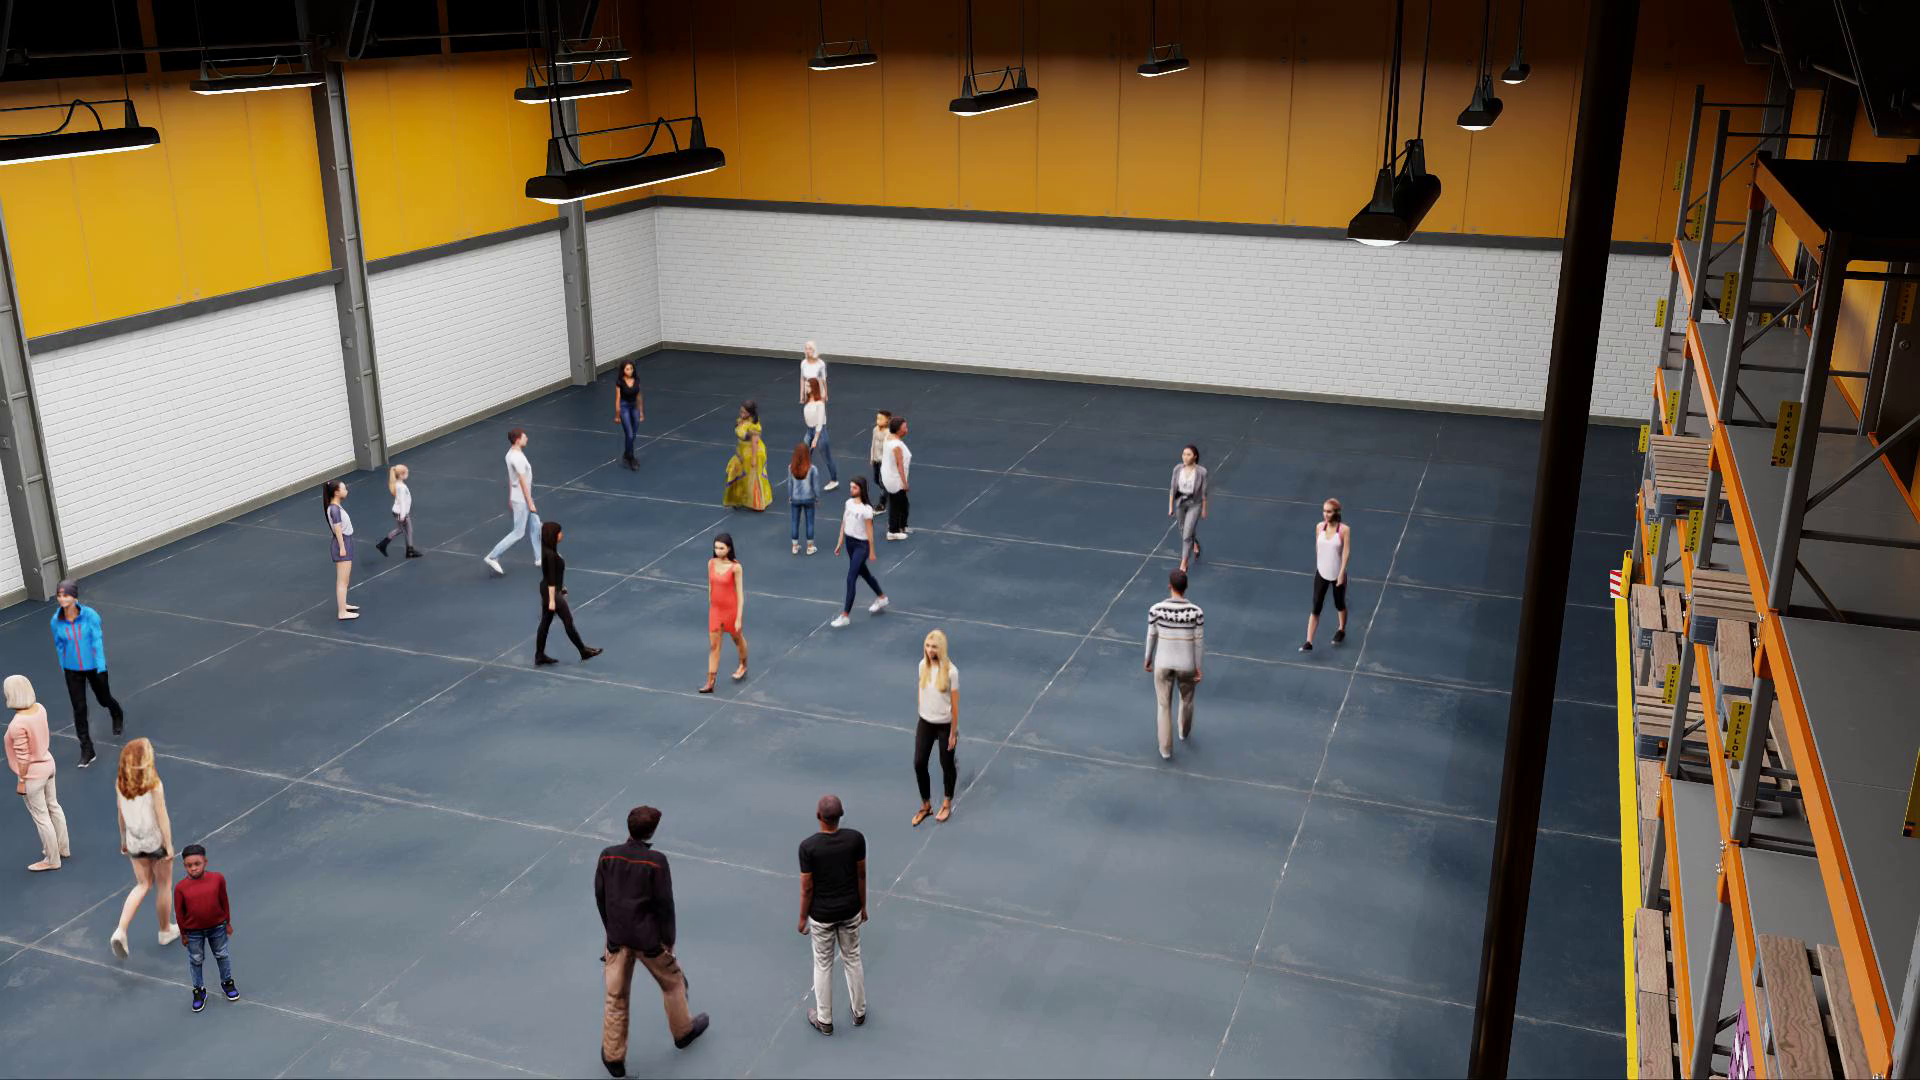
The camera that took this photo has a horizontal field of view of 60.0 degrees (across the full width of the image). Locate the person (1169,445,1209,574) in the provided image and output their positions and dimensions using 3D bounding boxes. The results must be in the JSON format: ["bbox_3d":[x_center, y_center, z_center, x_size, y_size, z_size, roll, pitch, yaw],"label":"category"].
[{"bbox_3d":[2.903,-0.405,20.858,0.747,1.653,1.076,11,22,30],"label":"person"}]

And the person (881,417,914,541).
[{"bbox_3d":[-0.902,-0.815,22.035,0.877,1.680,0.794,-4,19,-12],"label":"person"}]

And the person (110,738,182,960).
[{"bbox_3d":[-6.161,2.360,12.515,0.664,1.737,0.979,3,19,10],"label":"person"}]

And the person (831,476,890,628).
[{"bbox_3d":[-1.107,0.102,19.228,1.212,1.732,0.997,-15,23,-37],"label":"person"}]

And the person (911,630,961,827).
[{"bbox_3d":[-0.142,1.612,14.623,0.627,1.810,0.696,8,20,23],"label":"person"}]

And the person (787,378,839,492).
[{"bbox_3d":[-1.993,-1.491,24.042,0.880,1.680,1.189,16,25,40],"label":"person"}]

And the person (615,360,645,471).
[{"bbox_3d":[-5.058,-1.925,25.307,0.945,1.695,0.916,-16,24,-39],"label":"person"}]

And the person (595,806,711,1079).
[{"bbox_3d":[-2.204,2.722,11.205,0.983,1.887,1.003,-2,19,-6],"label":"person"}]

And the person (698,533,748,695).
[{"bbox_3d":[-2.398,0.749,17.414,0.630,1.664,1.118,7,20,20],"label":"person"}]

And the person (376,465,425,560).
[{"bbox_3d":[-7.209,-0.338,21.275,0.855,1.261,0.748,-13,23,-35],"label":"person"}]

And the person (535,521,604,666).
[{"bbox_3d":[-4.479,0.602,17.923,1.027,1.618,0.990,-7,20,-20],"label":"person"}]

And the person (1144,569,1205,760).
[{"bbox_3d":[2.033,1.207,15.788,0.843,1.834,1.065,3,19,8],"label":"person"}]

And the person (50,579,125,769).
[{"bbox_3d":[-8.295,1.219,15.858,0.964,1.767,1.208,-3,19,-8],"label":"person"}]

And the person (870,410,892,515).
[{"bbox_3d":[-1.032,-1.111,23.272,0.932,1.450,0.795,-15,24,-38],"label":"person"}]

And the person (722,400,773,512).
[{"bbox_3d":[-2.901,-1.185,23.218,1.148,1.625,1.061,-10,21,-26],"label":"person"}]

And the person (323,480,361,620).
[{"bbox_3d":[-7.225,0.100,19.371,0.718,1.646,0.640,-7,20,-19],"label":"person"}]

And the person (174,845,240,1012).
[{"bbox_3d":[-5.470,2.773,12.045,0.572,1.255,0.643,-10,21,-28],"label":"person"}]

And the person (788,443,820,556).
[{"bbox_3d":[-2.033,-0.532,21.515,0.599,1.474,0.557,3,19,8],"label":"person"}]

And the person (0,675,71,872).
[{"bbox_3d":[-7.696,1.919,13.845,0.733,1.725,0.598,-1,19,-3],"label":"person"}]

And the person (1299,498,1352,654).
[{"bbox_3d":[4.166,0.388,18.374,0.855,1.735,1.203,14,23,35],"label":"person"}]

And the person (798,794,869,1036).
[{"bbox_3d":[-0.886,2.613,11.662,0.751,1.804,0.807,-8,20,-23],"label":"person"}]

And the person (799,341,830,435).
[{"bbox_3d":[-2.274,-2.315,26.450,0.586,1.704,1.092,7,20,21],"label":"person"}]

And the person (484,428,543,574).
[{"bbox_3d":[-5.569,-0.463,20.772,1.190,1.817,1.156,-7,20,-21],"label":"person"}]
